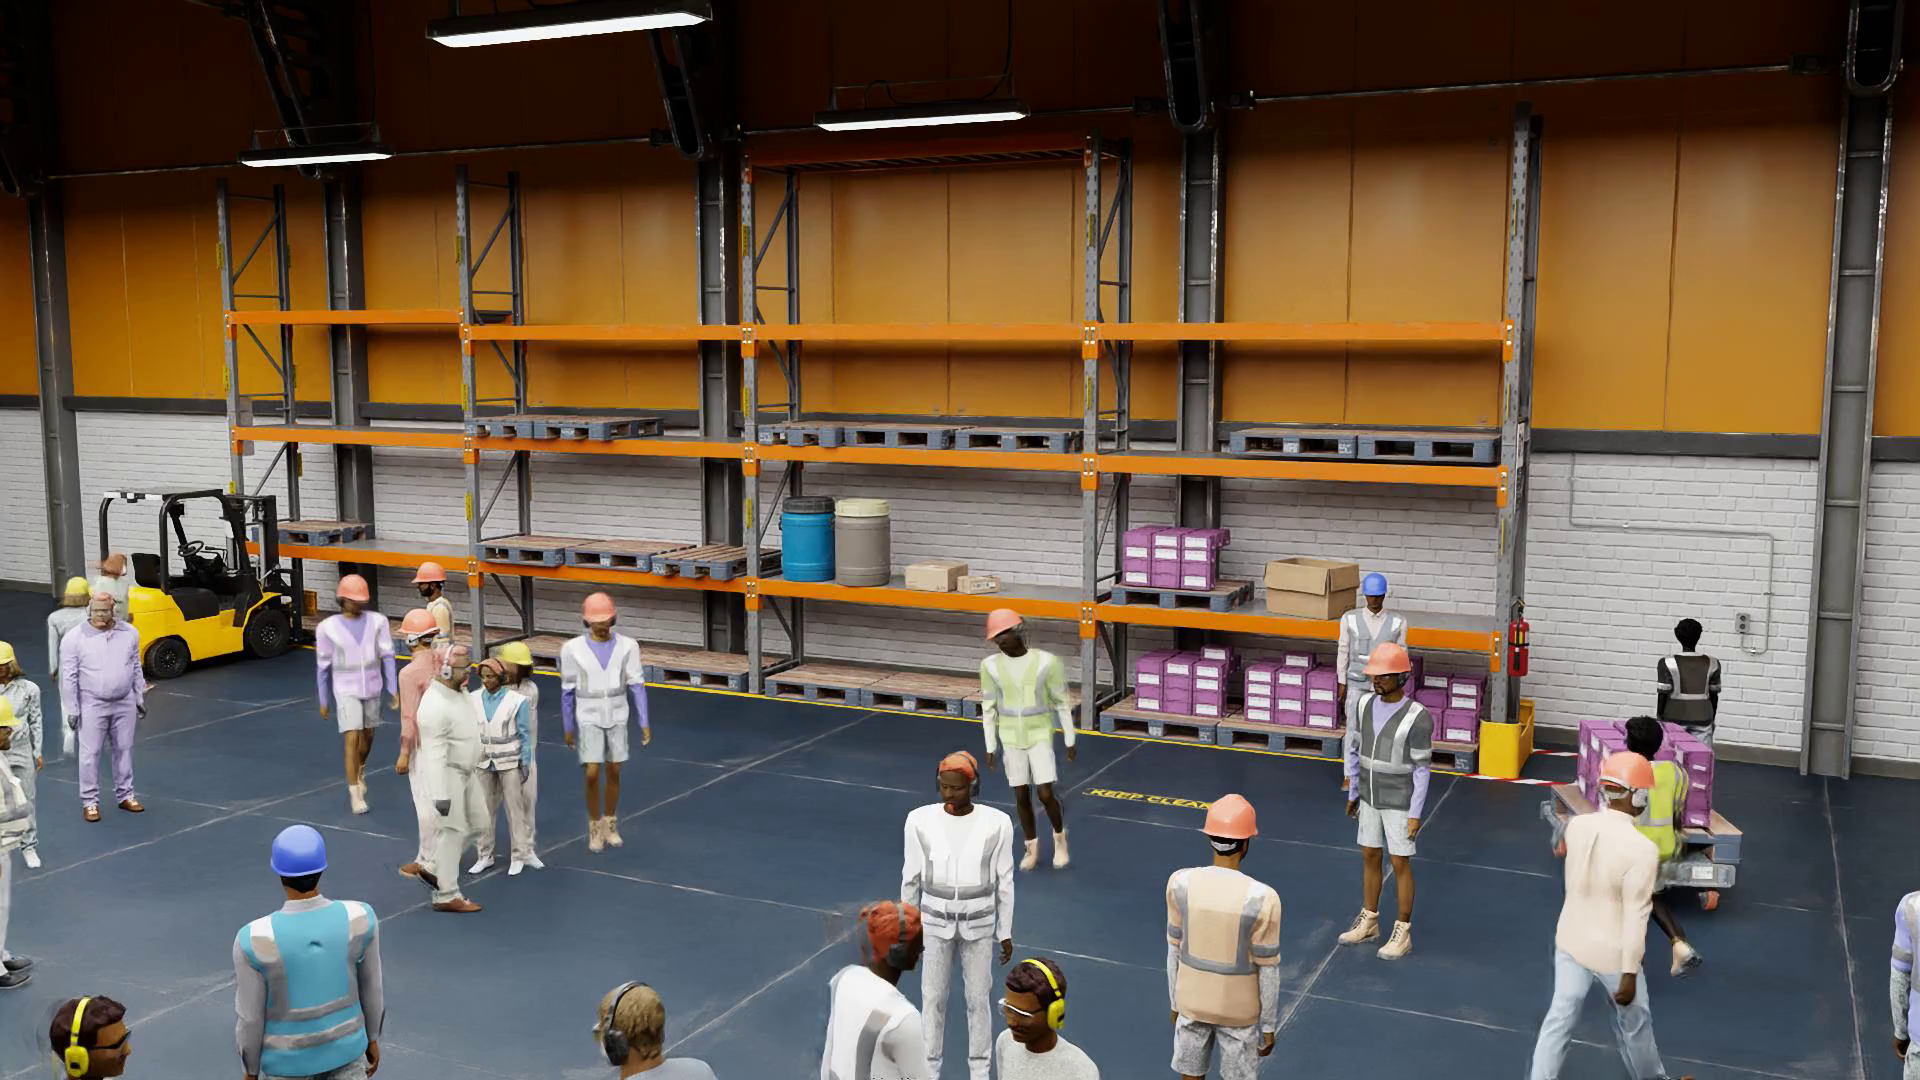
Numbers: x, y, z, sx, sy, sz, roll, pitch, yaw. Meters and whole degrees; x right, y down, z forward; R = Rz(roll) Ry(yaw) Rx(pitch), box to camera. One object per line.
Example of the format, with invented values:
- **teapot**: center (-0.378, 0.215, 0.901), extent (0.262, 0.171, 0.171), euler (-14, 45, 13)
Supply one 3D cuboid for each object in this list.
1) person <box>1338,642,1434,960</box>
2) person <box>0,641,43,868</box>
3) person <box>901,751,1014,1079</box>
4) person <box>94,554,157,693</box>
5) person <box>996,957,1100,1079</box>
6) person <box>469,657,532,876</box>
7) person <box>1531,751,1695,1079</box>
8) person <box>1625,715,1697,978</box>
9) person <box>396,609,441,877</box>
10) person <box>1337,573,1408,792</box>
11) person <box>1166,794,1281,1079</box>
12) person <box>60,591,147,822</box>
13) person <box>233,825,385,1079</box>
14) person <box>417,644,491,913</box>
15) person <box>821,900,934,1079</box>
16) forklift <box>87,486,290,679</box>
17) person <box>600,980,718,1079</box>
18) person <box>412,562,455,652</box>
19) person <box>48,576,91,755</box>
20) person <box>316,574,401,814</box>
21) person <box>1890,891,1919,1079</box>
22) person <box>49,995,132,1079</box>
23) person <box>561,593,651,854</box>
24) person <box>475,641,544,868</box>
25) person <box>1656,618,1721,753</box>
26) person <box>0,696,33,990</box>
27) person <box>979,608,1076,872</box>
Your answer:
- **person**: center (2.746, 1.670, 10.746), extent (0.370, 2.044, 0.608), euler (-5, 9, -36)
- **person**: center (-7.123, 1.614, 12.437), extent (0.487, 1.743, 0.315), euler (-4, 8, -29)
- **person**: center (-0.013, 2.009, 8.596), extent (0.584, 1.882, 0.337), euler (0, 7, 4)
- **person**: center (-9.437, 0.948, 18.607), extent (0.857, 1.582, 0.517), euler (3, 7, 23)
- **person**: center (0.282, 2.360, 5.824), extent (0.327, 1.859, 0.510), euler (-6, 9, -39)
- **person**: center (-3.434, 1.676, 12.352), extent (0.523, 1.638, 0.311), euler (1, 7, 9)
- **person**: center (3.270, 2.016, 8.297), extent (1.071, 1.924, 0.624), euler (-3, 8, -25)
- **person**: center (4.221, 1.910, 10.180), extent (0.535, 1.685, 0.462), euler (-4, 8, -28)
- **person**: center (-3.971, 1.498, 12.360), extent (0.379, 1.996, 0.611), euler (2, 7, 16)
- **person**: center (3.614, 1.250, 14.605), extent (0.602, 1.948, 0.387), euler (1, 7, 10)
- **person**: center (1.202, 2.113, 7.587), extent (0.539, 1.929, 0.398), euler (4, 8, 27)
- **person**: center (-7.093, 1.366, 13.834), extent (0.403, 1.902, 0.651), euler (6, 9, 39)
- **person**: center (-2.747, 2.163, 7.054), extent (0.605, 1.951, 0.381), euler (-5, 9, -38)
- **person**: center (-3.504, 1.651, 11.515), extent (0.445, 1.890, 0.678), euler (0, 7, 1)
- **person**: center (-0.252, 2.290, 6.463), extent (1.008, 1.829, 0.573), euler (-3, 8, -24)
- **forklift**: center (-9.426, 0.454, 20.179), extent (1.214, 2.155, 2.313), euler (3, 8, 26)
- **person**: center (-1.021, 2.377, 5.403), extent (0.387, 1.929, 0.634), euler (4, 8, 30)
- **person**: center (-4.846, 1.164, 15.360), extent (0.360, 1.938, 0.542), euler (-3, 7, -23)
- **person**: center (-8.397, 1.210, 15.842), extent (0.494, 1.722, 0.579), euler (-2, 7, -20)
- **person**: center (-5.166, 1.273, 14.257), extent (0.620, 2.034, 0.809), euler (-5, 9, -38)
- **person**: center (4.323, 2.154, 7.184), extent (0.364, 1.934, 0.552), euler (-4, 8, -32)
- **person**: center (-2.787, 2.403, 5.544), extent (0.949, 1.826, 0.561), euler (-1, 7, -5)
- **person**: center (-2.731, 1.420, 12.885), extent (0.630, 2.025, 0.637), euler (-3, 8, -25)
- **person**: center (-3.457, 1.602, 12.667), extent (0.493, 1.715, 0.741), euler (-7, 10, -44)
- **person**: center (5.970, 1.486, 13.673), extent (0.537, 1.698, 0.320), euler (0, 7, 1)
- **person**: center (-5.926, 1.849, 10.196), extent (0.403, 1.818, 0.603), euler (-4, 8, -28)
- **person**: center (0.497, 1.500, 12.415), extent (0.731, 1.988, 0.410), euler (2, 7, 16)
